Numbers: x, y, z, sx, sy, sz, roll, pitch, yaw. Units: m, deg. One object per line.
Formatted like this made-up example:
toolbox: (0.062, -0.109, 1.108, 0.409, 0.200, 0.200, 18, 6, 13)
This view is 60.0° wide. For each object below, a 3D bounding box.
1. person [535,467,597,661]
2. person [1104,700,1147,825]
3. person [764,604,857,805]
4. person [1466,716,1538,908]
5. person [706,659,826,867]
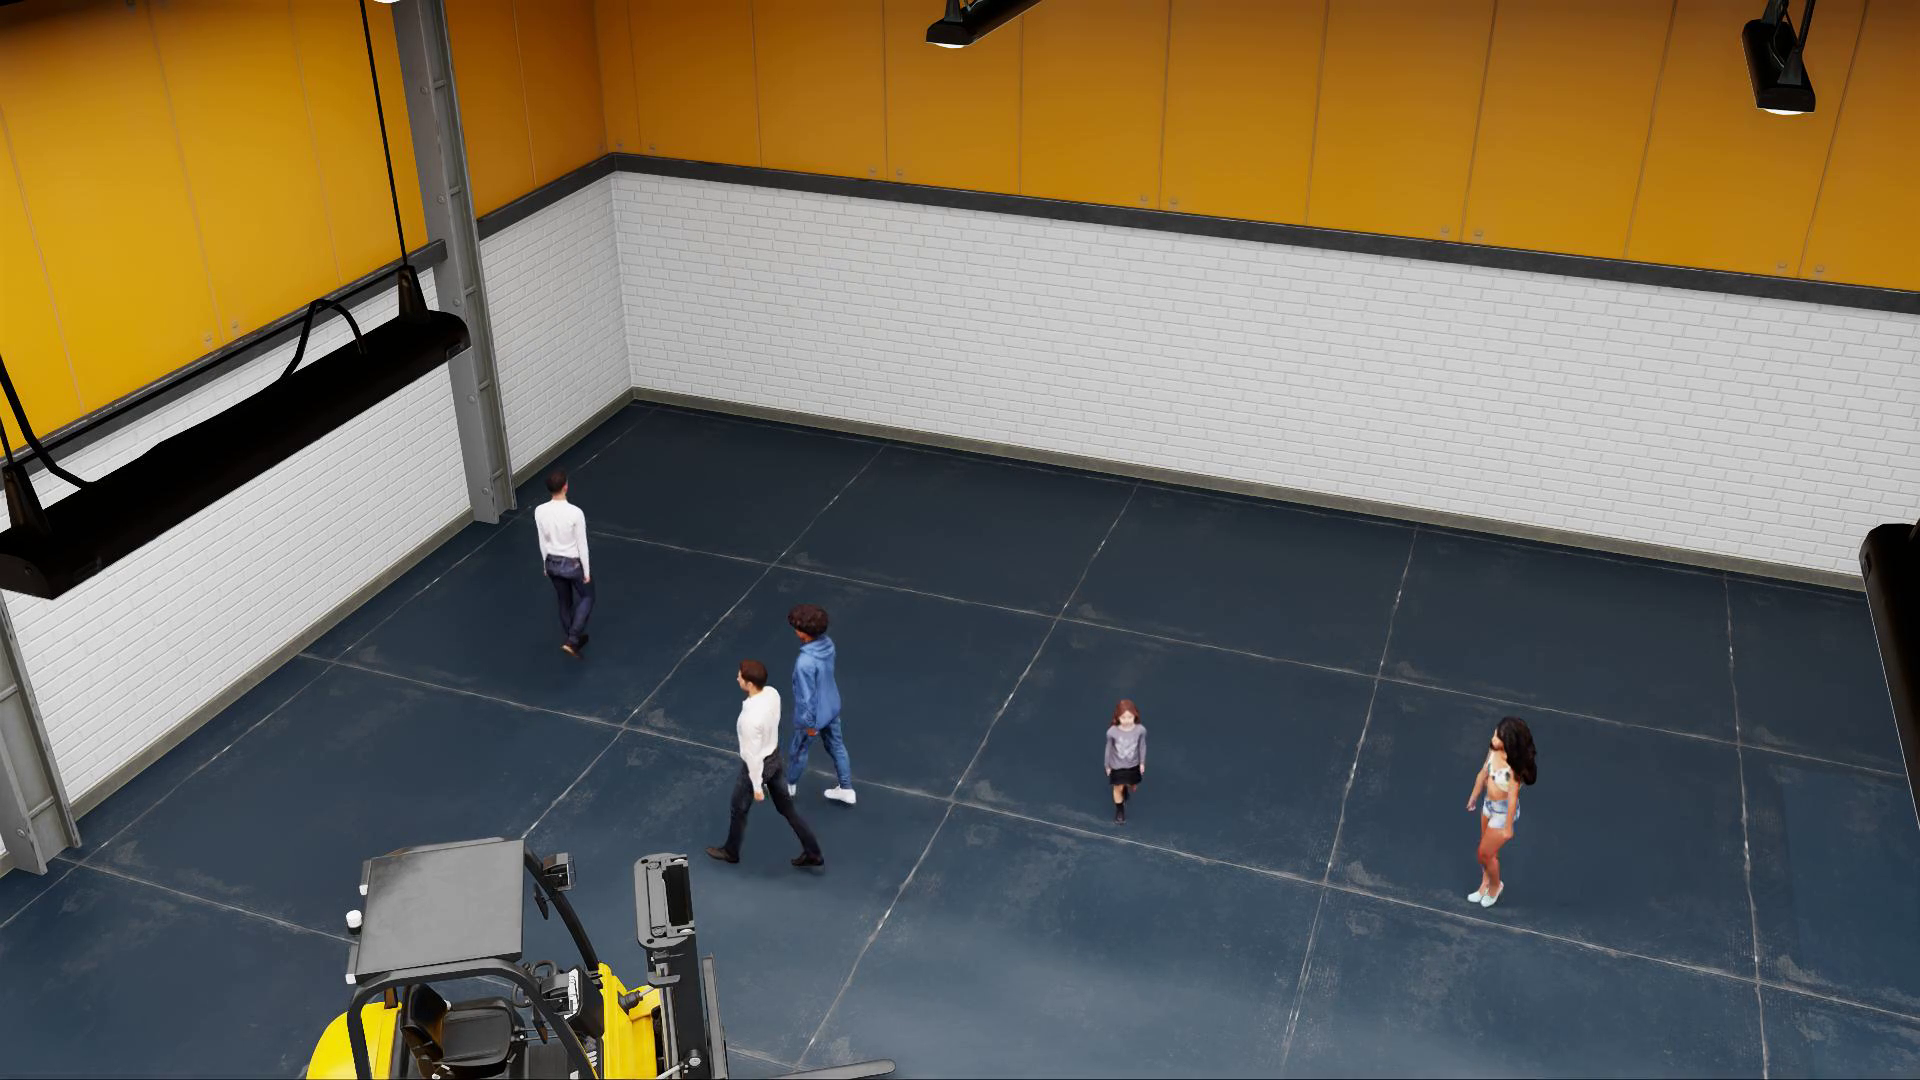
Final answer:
person: (-3.536, 0.269, 14.765, 0.702, 1.852, 0.906, 5, 29, 9)
person: (1.282, 1.682, 12.959, 0.585, 1.101, 0.656, -2, 29, -4)
person: (-1.047, 1.314, 12.932, 0.796, 1.772, 0.952, 12, 31, 21)
person: (3.921, 1.960, 11.912, 0.768, 1.615, 0.690, -5, 29, -9)
person: (-1.353, 1.682, 12.196, 0.733, 1.831, 1.091, 10, 30, 18)
